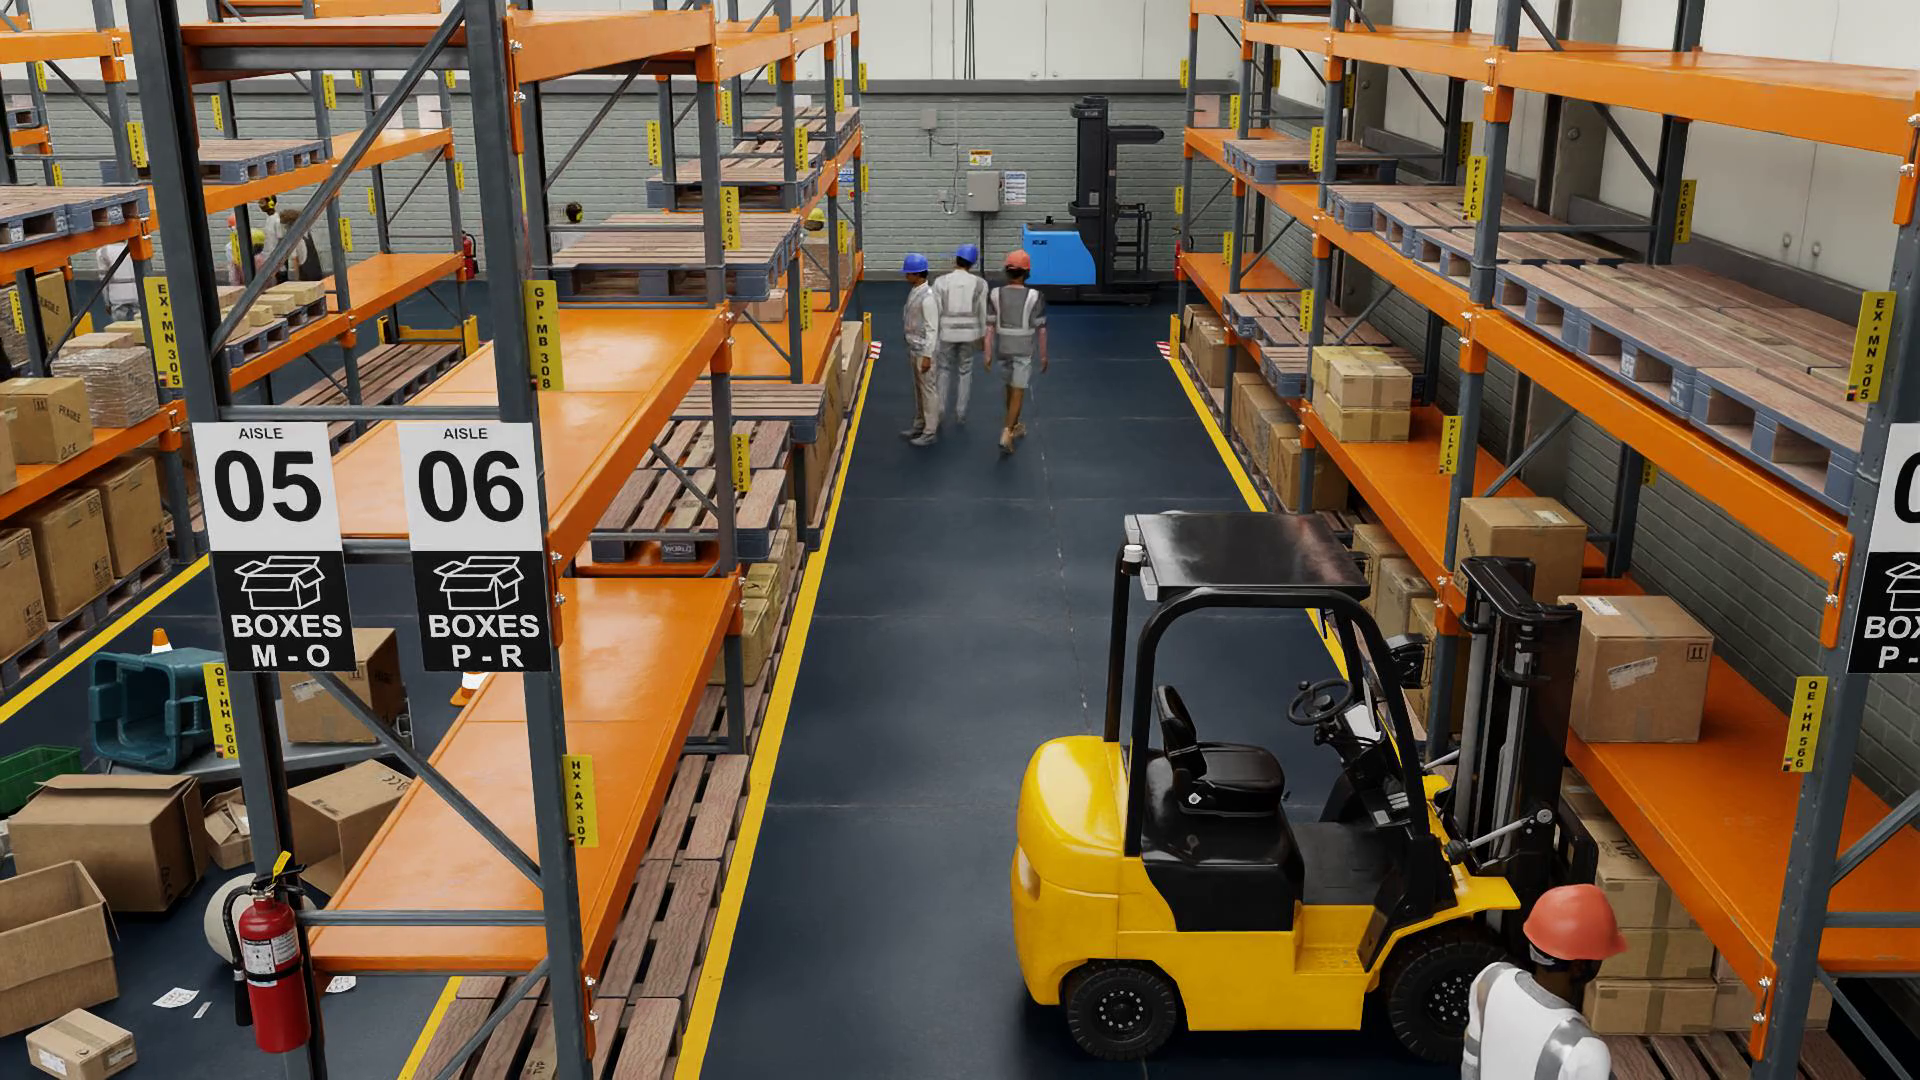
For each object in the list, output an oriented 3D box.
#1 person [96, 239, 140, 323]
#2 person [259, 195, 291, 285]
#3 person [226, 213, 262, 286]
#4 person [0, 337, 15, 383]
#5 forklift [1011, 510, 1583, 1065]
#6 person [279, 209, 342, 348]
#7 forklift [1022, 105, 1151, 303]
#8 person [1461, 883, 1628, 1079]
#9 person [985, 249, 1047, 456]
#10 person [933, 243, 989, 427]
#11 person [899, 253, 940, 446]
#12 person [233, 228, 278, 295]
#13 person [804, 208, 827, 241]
[{"bbox_3d":[-9.806,-2.853,19.607,0.543,1.932,0.387,-8,20,-22],"label":"person"},{"bbox_3d":[-9.250,-3.794,22.585,0.328,1.853,0.513,-13,23,-35],"label":"person"},{"bbox_3d":[-9.079,-3.267,21.135,0.329,1.750,0.573,6,19,19],"label":"person"},{"bbox_3d":[-8.982,-1.345,15.257,0.651,1.828,0.674,-2,18,-6],"label":"person"},{"bbox_3d":[1.387,1.055,7.378,2.313,2.155,1.214,0,18,0],"label":"forklift"},{"bbox_3d":[-8.338,-3.338,21.309,0.732,1.804,0.534,6,19,16],"label":"person"},{"bbox_3d":[1.857,-4.944,24.441,1.873,2.768,1.129,0,18,0],"label":"forklift"},{"bbox_3d":[1.779,1.929,5.138,0.376,1.935,0.550,-7,20,-20],"label":"person"},{"bbox_3d":[0.536,-1.865,16.515,0.620,2.007,1.006,7,19,20],"label":"person"},{"bbox_3d":[0.012,-2.157,17.545,0.634,1.901,0.564,0,18,-1],"label":"person"},{"bbox_3d":[-0.399,-1.919,16.768,0.402,1.940,0.602,-5,19,-15],"label":"person"},{"bbox_3d":[-8.429,-2.836,19.864,0.553,1.732,0.753,2,18,7],"label":"person"},{"bbox_3d":[-1.889,-3.475,21.807,0.323,1.730,0.491,0,18,-1],"label":"person"}]
